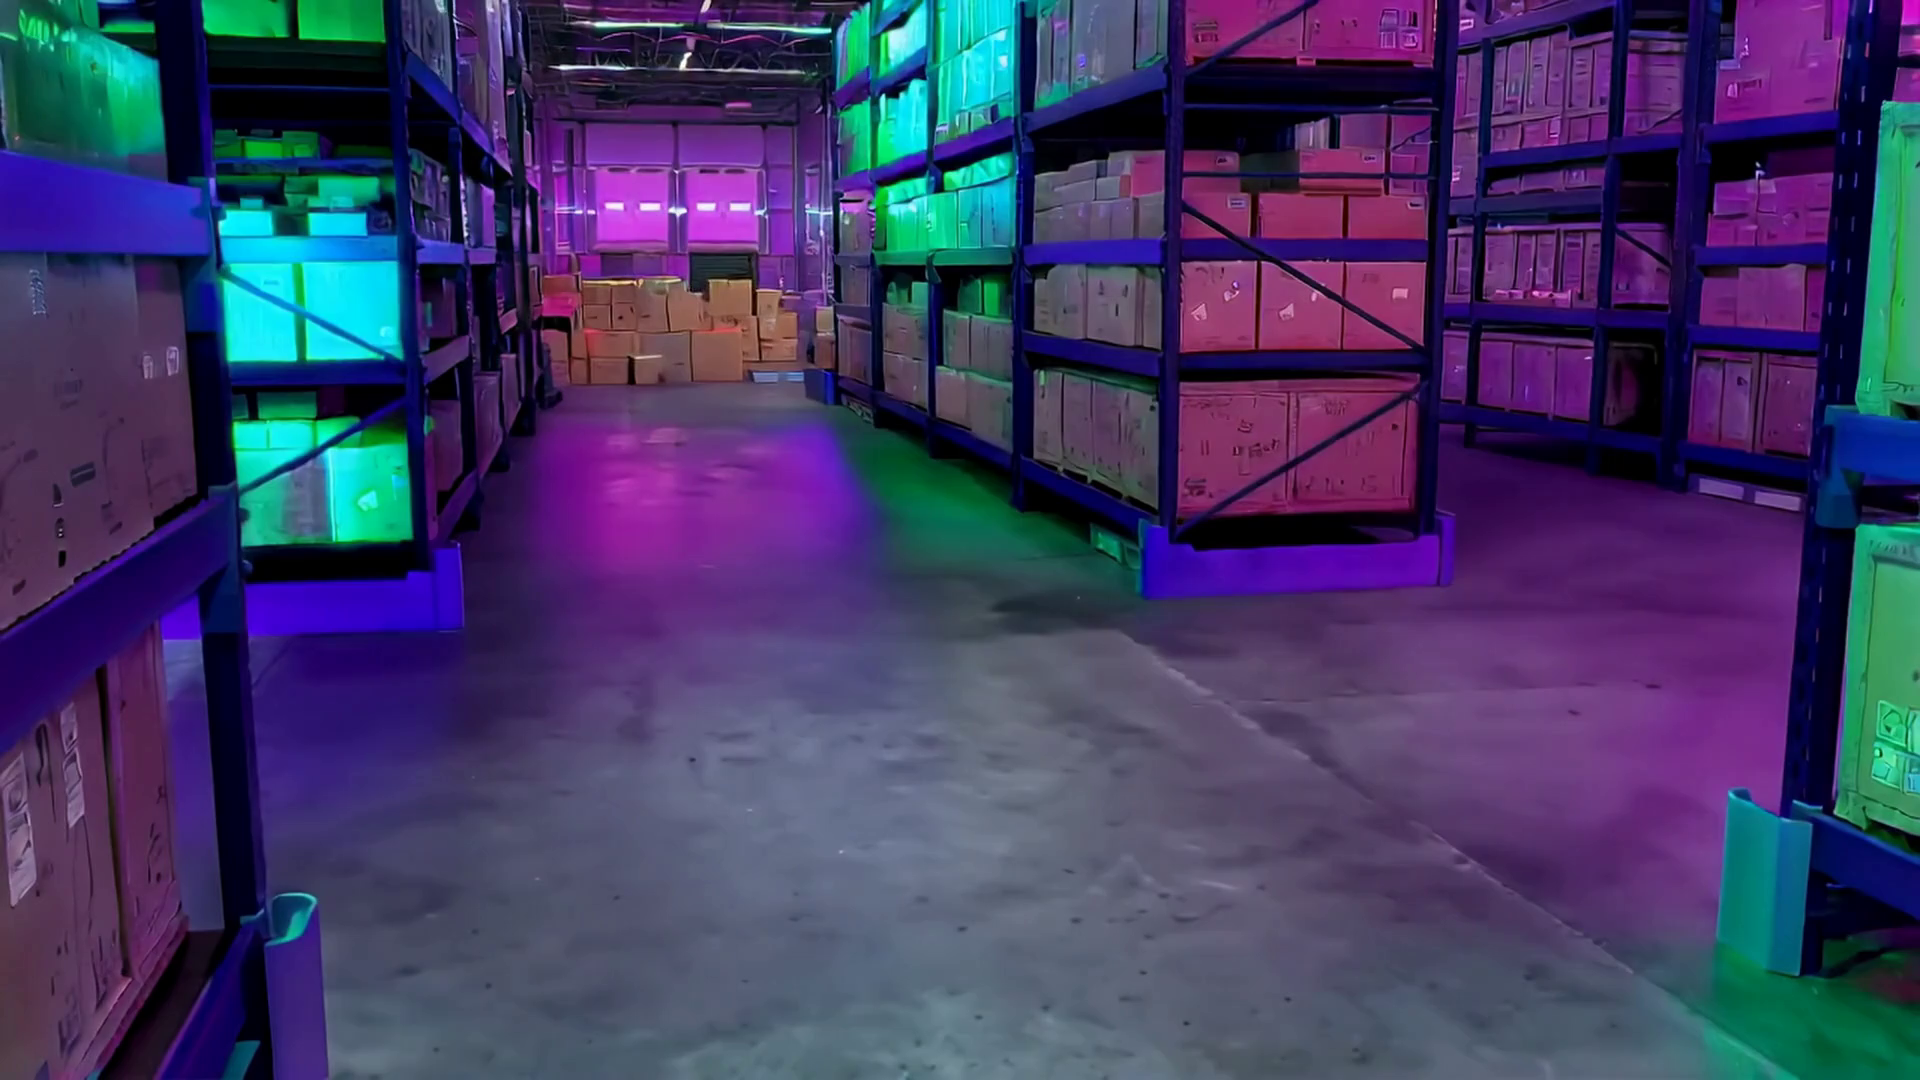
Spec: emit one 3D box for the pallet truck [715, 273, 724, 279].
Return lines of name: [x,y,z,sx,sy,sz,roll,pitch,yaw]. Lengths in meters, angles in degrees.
pallet truck: [-8.580,-8.986,62.280,1.885,1.965,0.823,1,9,5]

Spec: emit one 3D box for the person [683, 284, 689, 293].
person: [-6.190,-4.794,37.237,0.429,1.840,0.645,-6,11,-32]

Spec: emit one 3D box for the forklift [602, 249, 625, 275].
forklift: [-11.455,-8.235,55.018,1.129,2.768,1.873,8,12,40]
